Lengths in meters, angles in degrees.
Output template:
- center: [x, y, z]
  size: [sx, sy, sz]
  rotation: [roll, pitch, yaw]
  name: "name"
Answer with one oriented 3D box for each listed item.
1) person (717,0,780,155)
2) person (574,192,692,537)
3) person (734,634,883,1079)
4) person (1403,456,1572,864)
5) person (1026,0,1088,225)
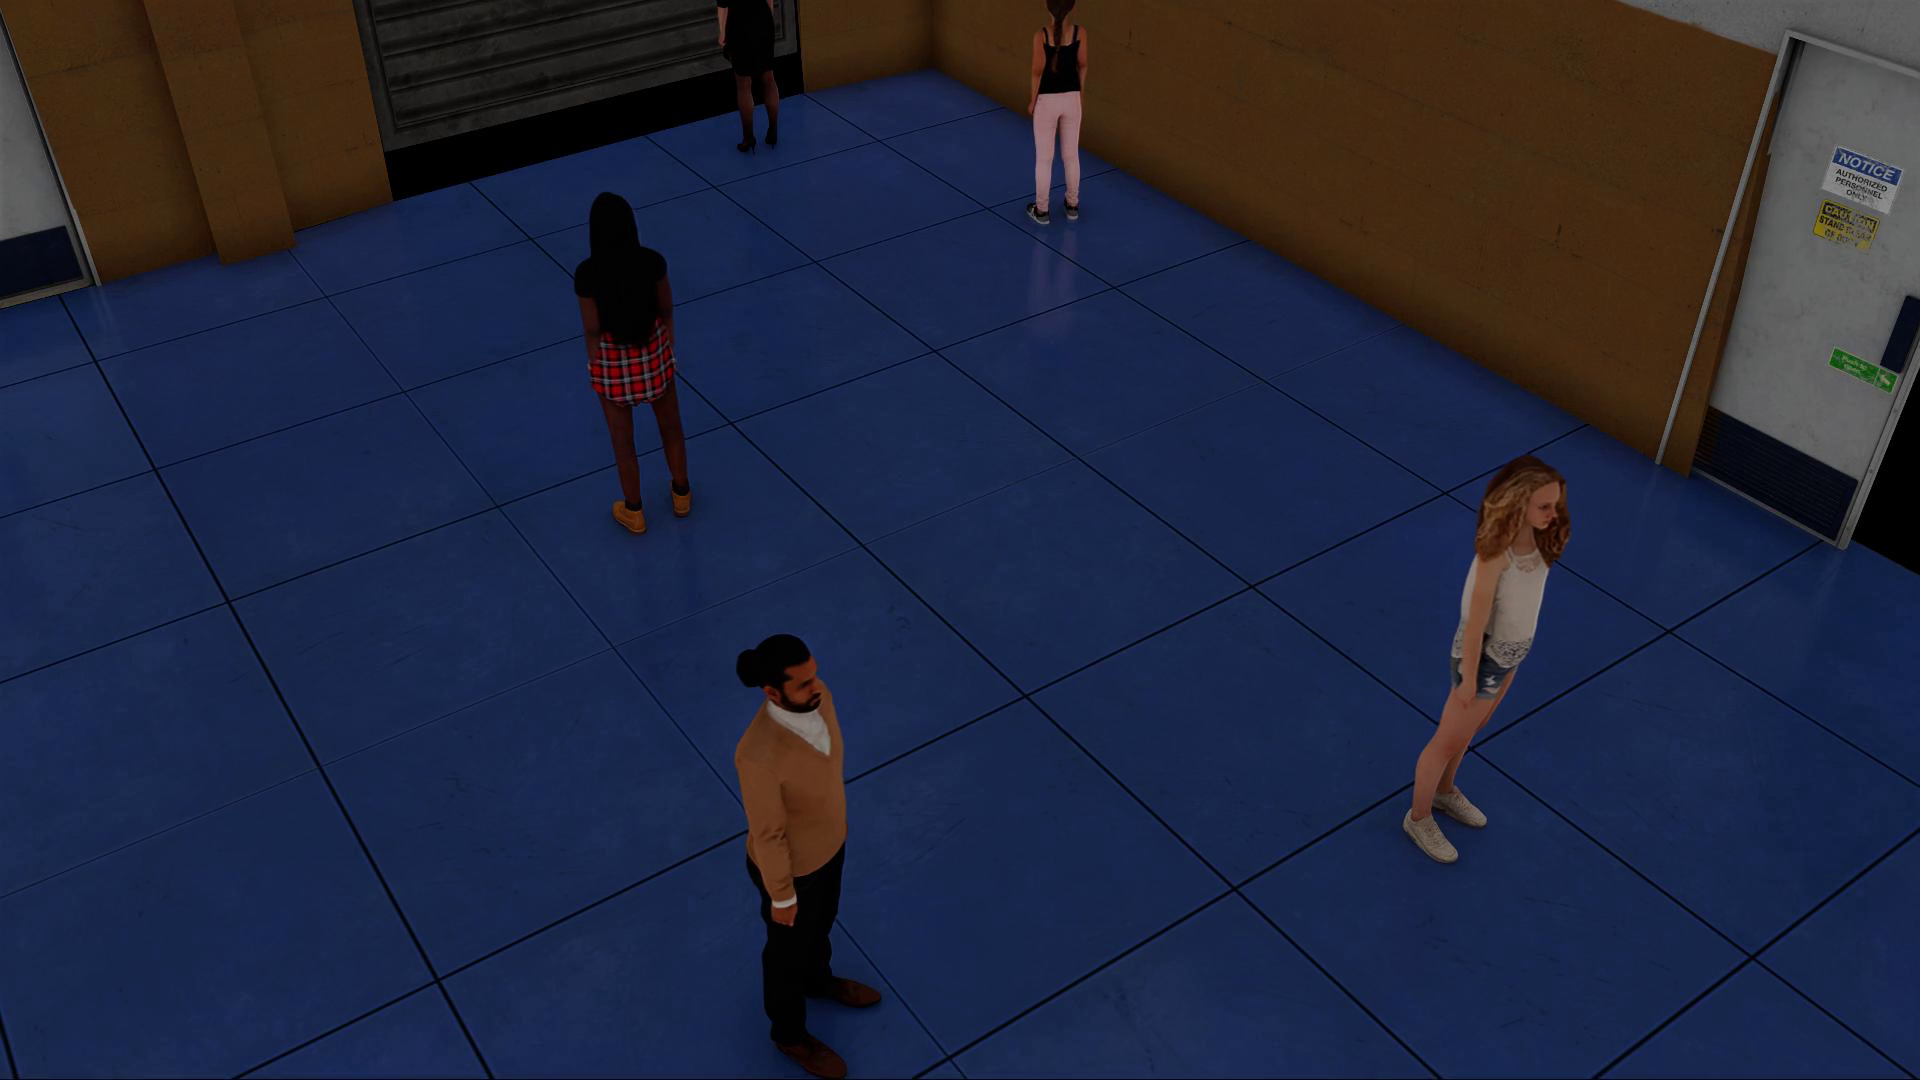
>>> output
- center: [-1.435, -3.472, 11.337]
  size: [0.437, 1.707, 0.650]
  rotation: [-21, 42, -25]
  name: "person"
- center: [-1.534, -0.819, 7.799]
  size: [0.544, 1.727, 0.677]
  rotation: [-20, 41, -24]
  name: "person"
- center: [-0.516, 0.999, 5.355]
  size: [0.818, 1.754, 0.731]
  rotation: [11, 38, 15]
  name: "person"
- center: [1.918, 0.428, 6.112]
  size: [0.681, 1.759, 0.512]
  rotation: [29, 46, 33]
  name: "person"
- center: [0.621, -2.760, 10.521]
  size: [0.550, 1.566, 0.653]
  rotation: [-9, 38, -11]
  name: "person"
